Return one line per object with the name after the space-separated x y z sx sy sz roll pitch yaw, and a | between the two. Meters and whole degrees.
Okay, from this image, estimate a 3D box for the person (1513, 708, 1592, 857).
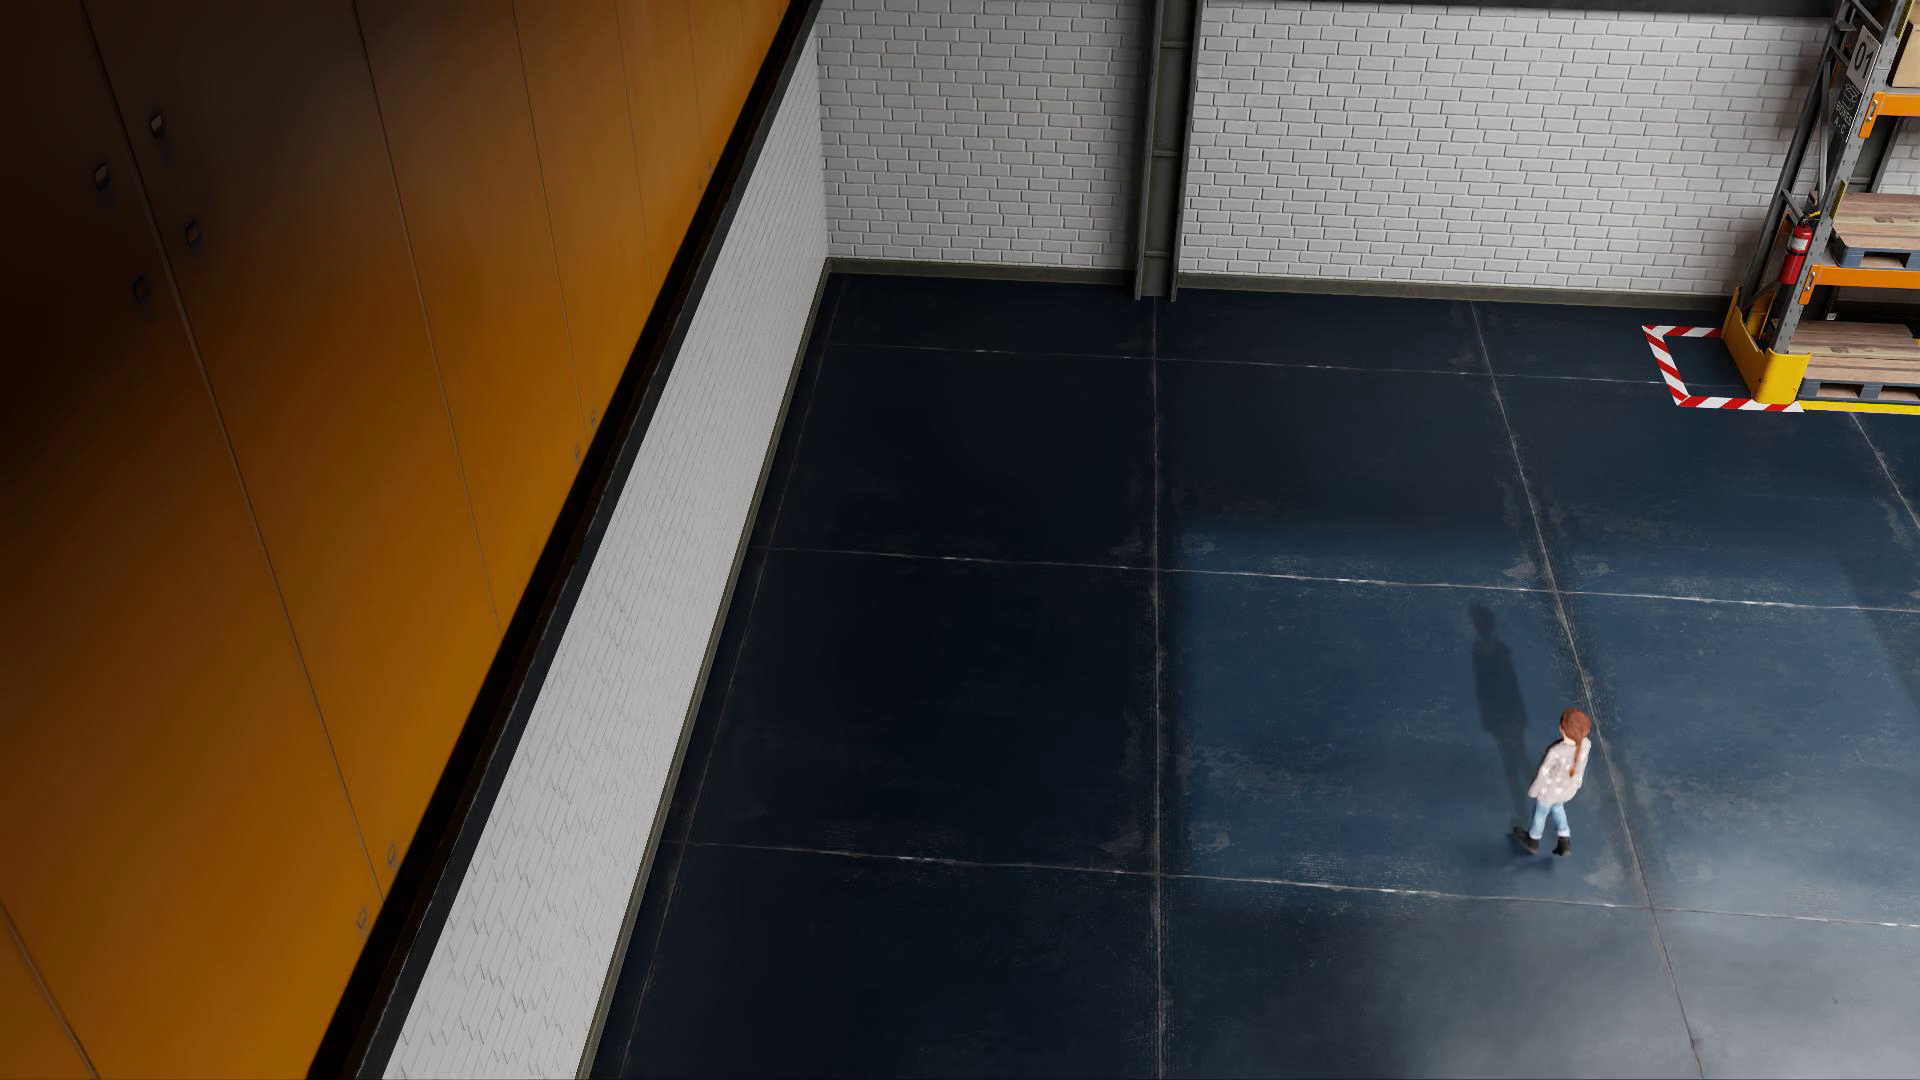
3.665 1.520 10.137 0.658 1.187 0.686 -15 41 -18 | person
